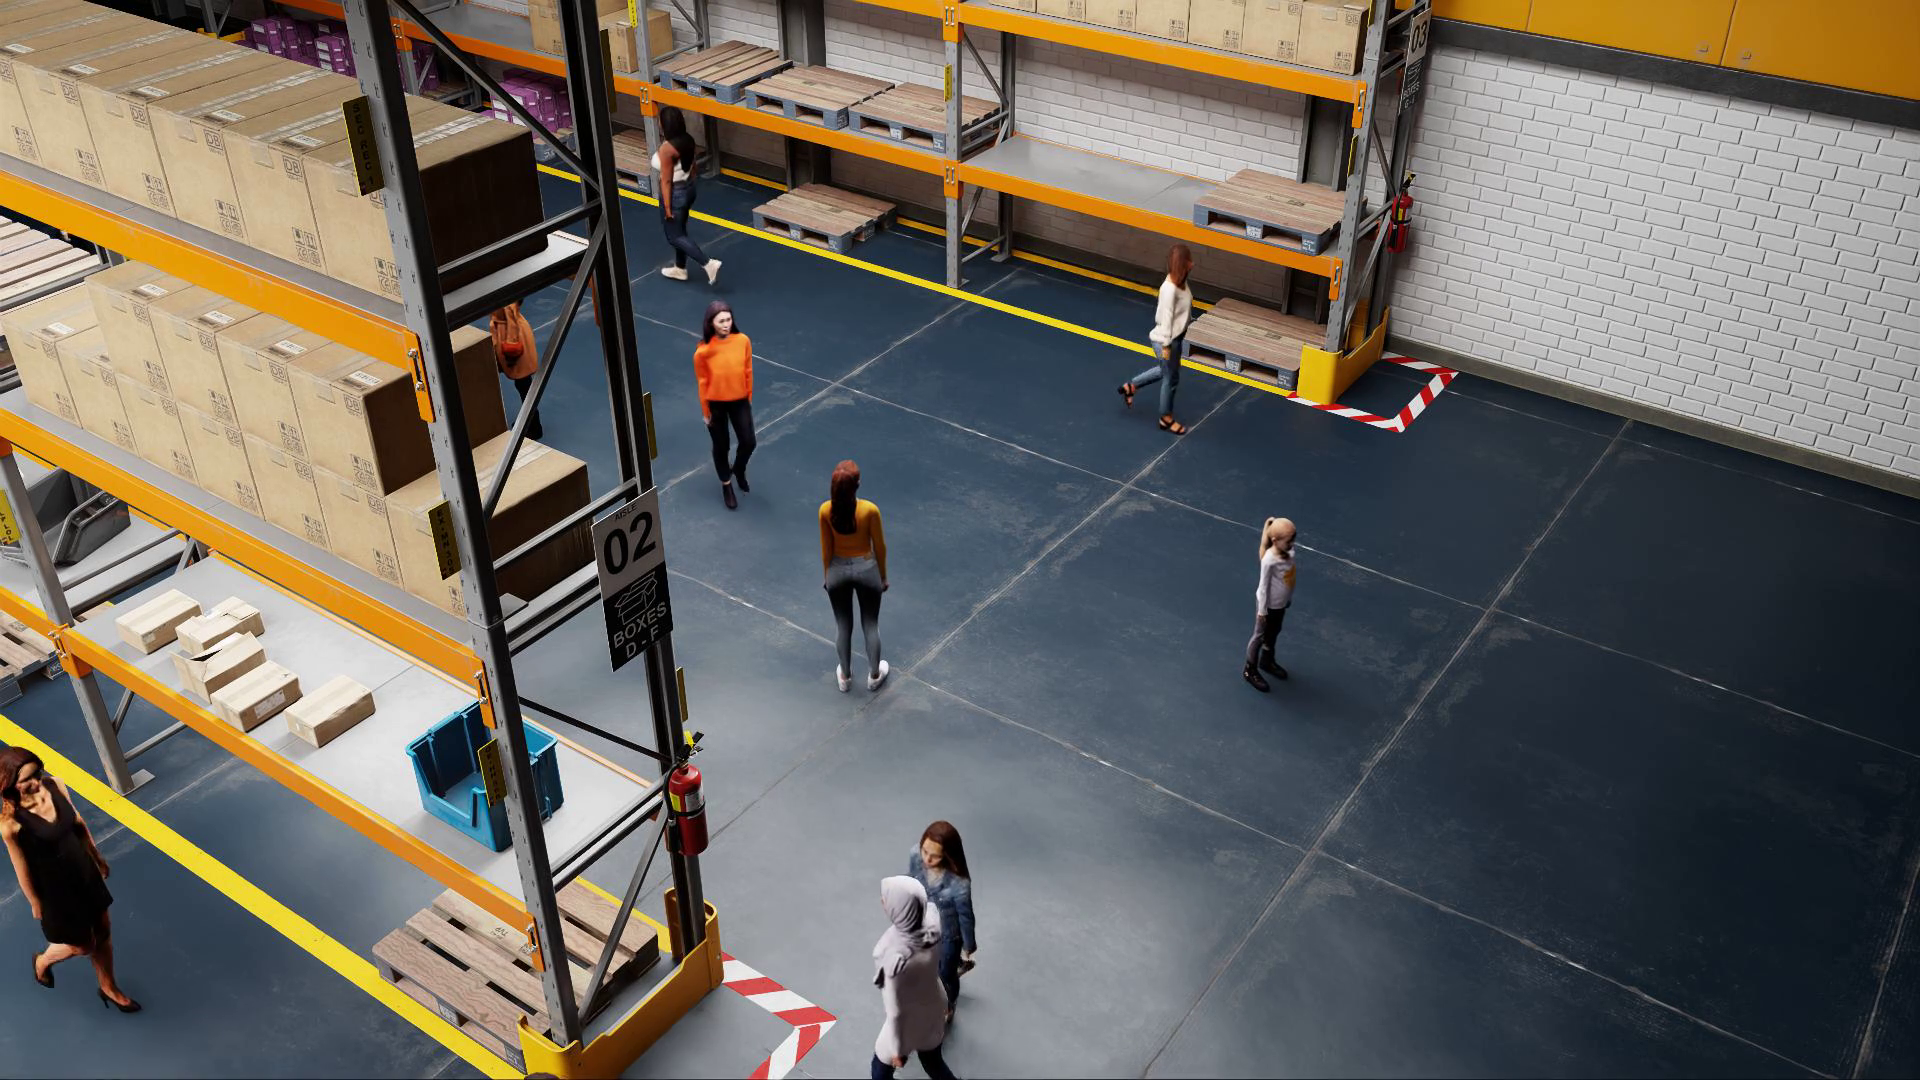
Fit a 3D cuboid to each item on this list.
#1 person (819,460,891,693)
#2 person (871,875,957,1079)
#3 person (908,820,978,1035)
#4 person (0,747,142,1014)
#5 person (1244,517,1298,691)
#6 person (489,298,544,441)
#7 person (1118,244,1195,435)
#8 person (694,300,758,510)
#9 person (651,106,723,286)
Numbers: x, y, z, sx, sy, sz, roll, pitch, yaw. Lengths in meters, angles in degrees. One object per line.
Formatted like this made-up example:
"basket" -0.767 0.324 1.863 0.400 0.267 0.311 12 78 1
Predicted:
"person" -0.689 0.240 10.781 0.657 1.750 0.747 2 34 3
"person" -0.148 2.243 7.769 0.936 1.749 0.663 17 37 24
"person" -0.063 1.932 8.497 0.657 1.461 0.677 28 43 36
"person" -4.617 1.753 8.438 0.904 1.824 0.782 4 34 6
"person" 2.059 0.390 10.983 0.519 1.277 0.504 28 43 35
"person" -3.645 -1.620 13.607 0.834 1.719 0.745 -10 35 -14
"person" 1.641 -1.664 13.722 0.927 1.666 0.755 11 35 17
"person" -1.830 -1.070 12.763 0.738 1.739 0.771 -16 37 -22
"person" -2.647 -3.279 16.042 1.048 1.788 0.734 15 37 22
